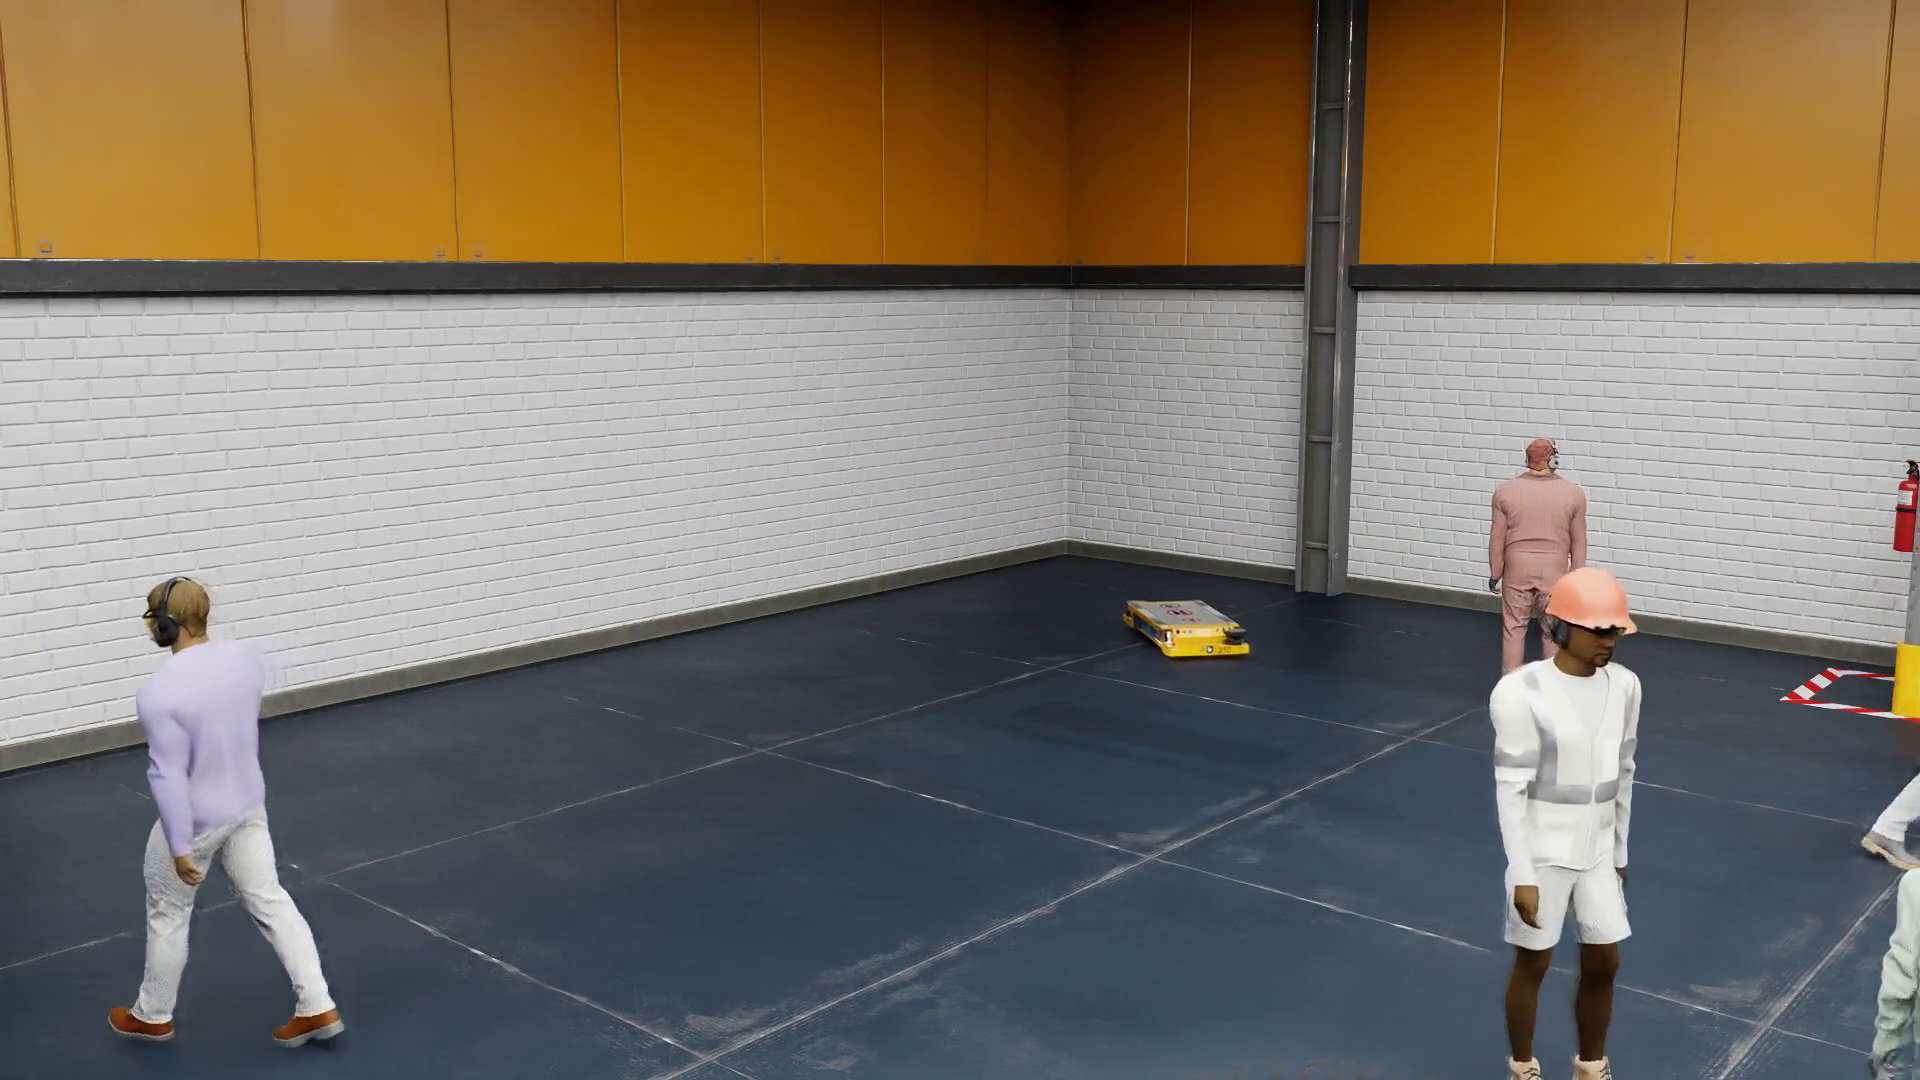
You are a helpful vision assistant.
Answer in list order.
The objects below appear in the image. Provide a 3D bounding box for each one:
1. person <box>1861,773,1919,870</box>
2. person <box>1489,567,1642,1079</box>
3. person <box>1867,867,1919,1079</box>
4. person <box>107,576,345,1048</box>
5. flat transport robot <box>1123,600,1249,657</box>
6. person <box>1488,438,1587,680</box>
[{"bbox_3d":[4.996,0.821,8.212,0.587,1.840,0.965,-9,12,-43],"label":"person"},{"bbox_3d":[2.139,1.096,5.842,0.626,2.037,0.433,-3,9,-17],"label":"person"},{"bbox_3d":[2.829,1.488,4.693,0.356,1.618,0.502,-3,9,-18],"label":"person"},{"bbox_3d":[-2.890,1.073,6.482,1.006,1.897,0.638,3,10,20],"label":"person"},{"bbox_3d":[1.852,0.711,13.790,0.652,0.197,1.431,-2,9,-9],"label":"flat transport robot"},{"bbox_3d":[4.053,0.230,11.699,0.651,1.903,0.403,3,10,19],"label":"person"}]
